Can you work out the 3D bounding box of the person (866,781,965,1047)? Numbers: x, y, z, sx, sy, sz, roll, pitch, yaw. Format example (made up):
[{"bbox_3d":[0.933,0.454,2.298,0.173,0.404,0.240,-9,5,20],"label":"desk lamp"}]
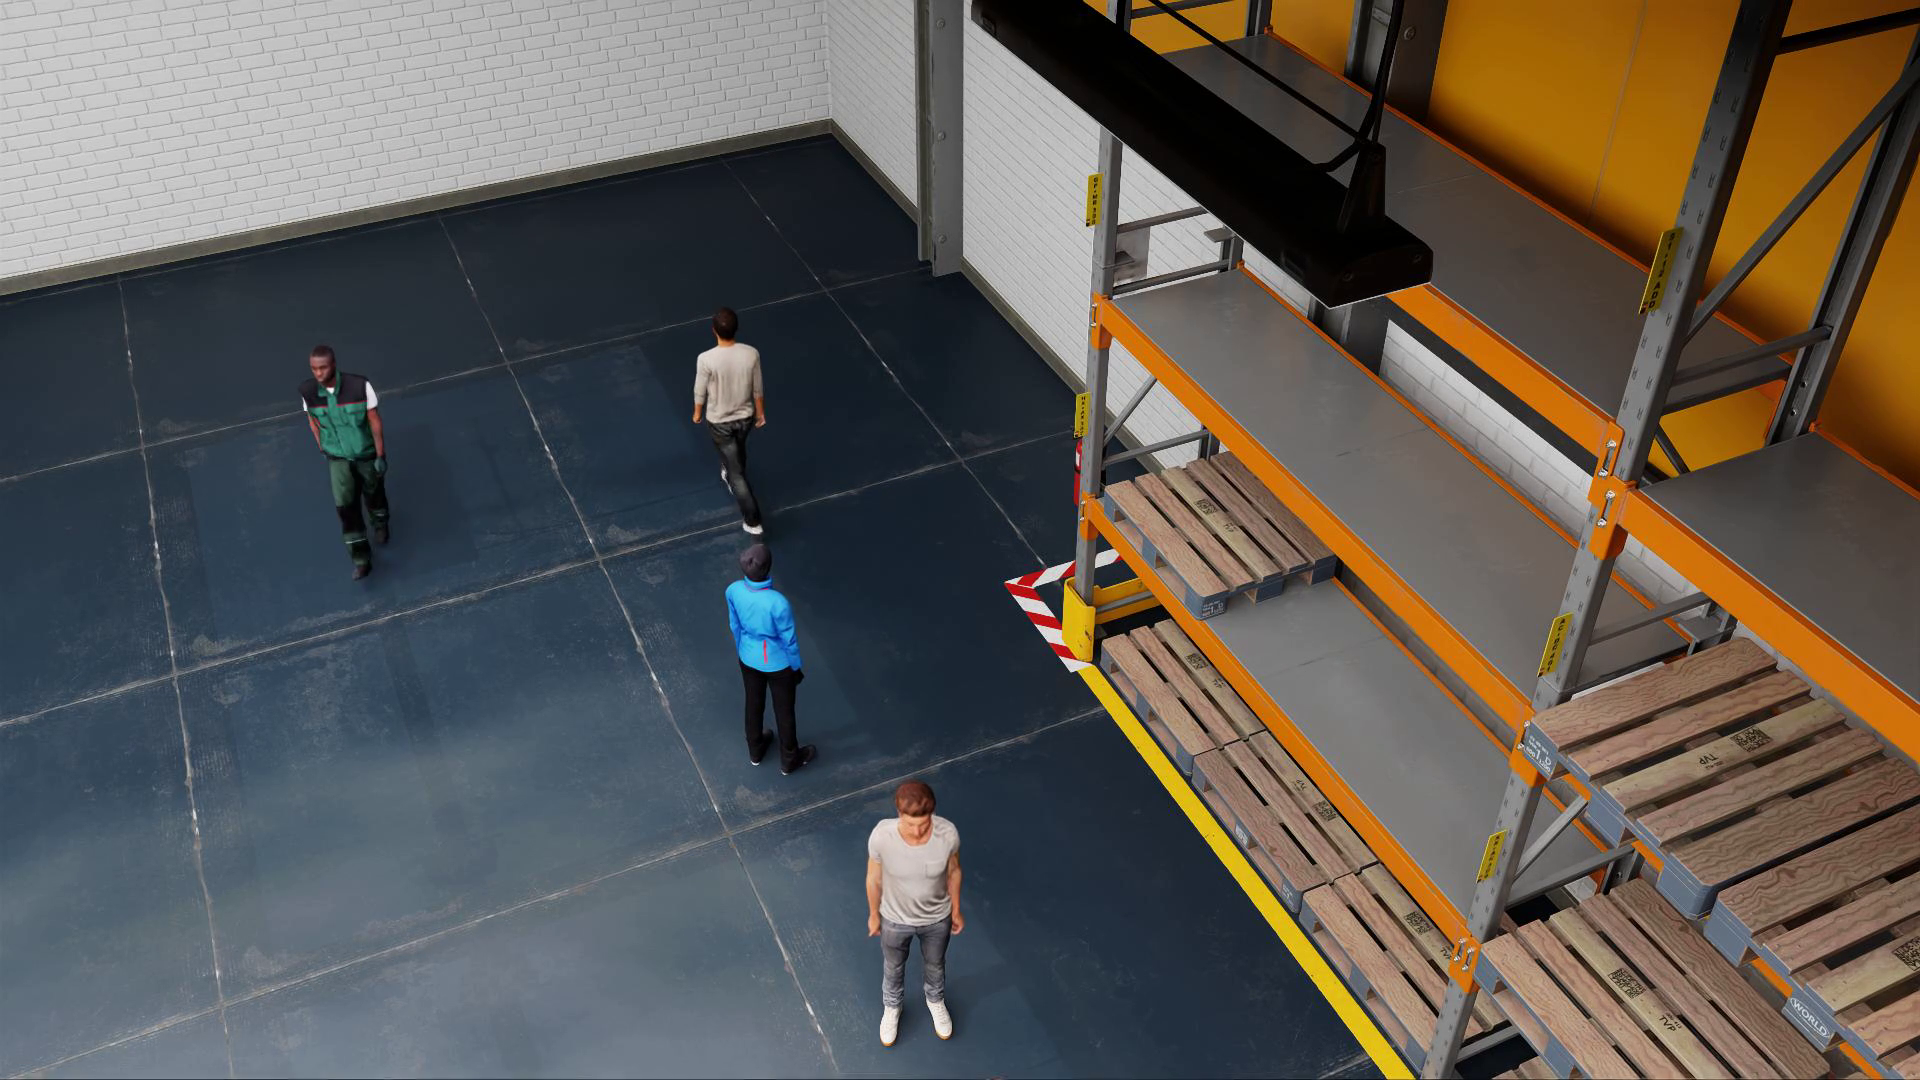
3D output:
[{"bbox_3d":[-0.236,1.932,8.730,0.725,1.891,0.671,-4,39,-5],"label":"person"}]

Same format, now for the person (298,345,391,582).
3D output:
[{"bbox_3d":[-4.382,-0.683,12.078,0.844,1.799,1.137,-7,39,-9],"label":"person"}]

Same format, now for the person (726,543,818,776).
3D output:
[{"bbox_3d":[-1.203,0.748,10.295,0.682,1.788,0.756,16,41,19],"label":"person"}]

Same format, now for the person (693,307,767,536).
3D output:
[{"bbox_3d":[-1.665,-0.845,12.299,0.685,1.777,1.149,-18,42,-21],"label":"person"}]
